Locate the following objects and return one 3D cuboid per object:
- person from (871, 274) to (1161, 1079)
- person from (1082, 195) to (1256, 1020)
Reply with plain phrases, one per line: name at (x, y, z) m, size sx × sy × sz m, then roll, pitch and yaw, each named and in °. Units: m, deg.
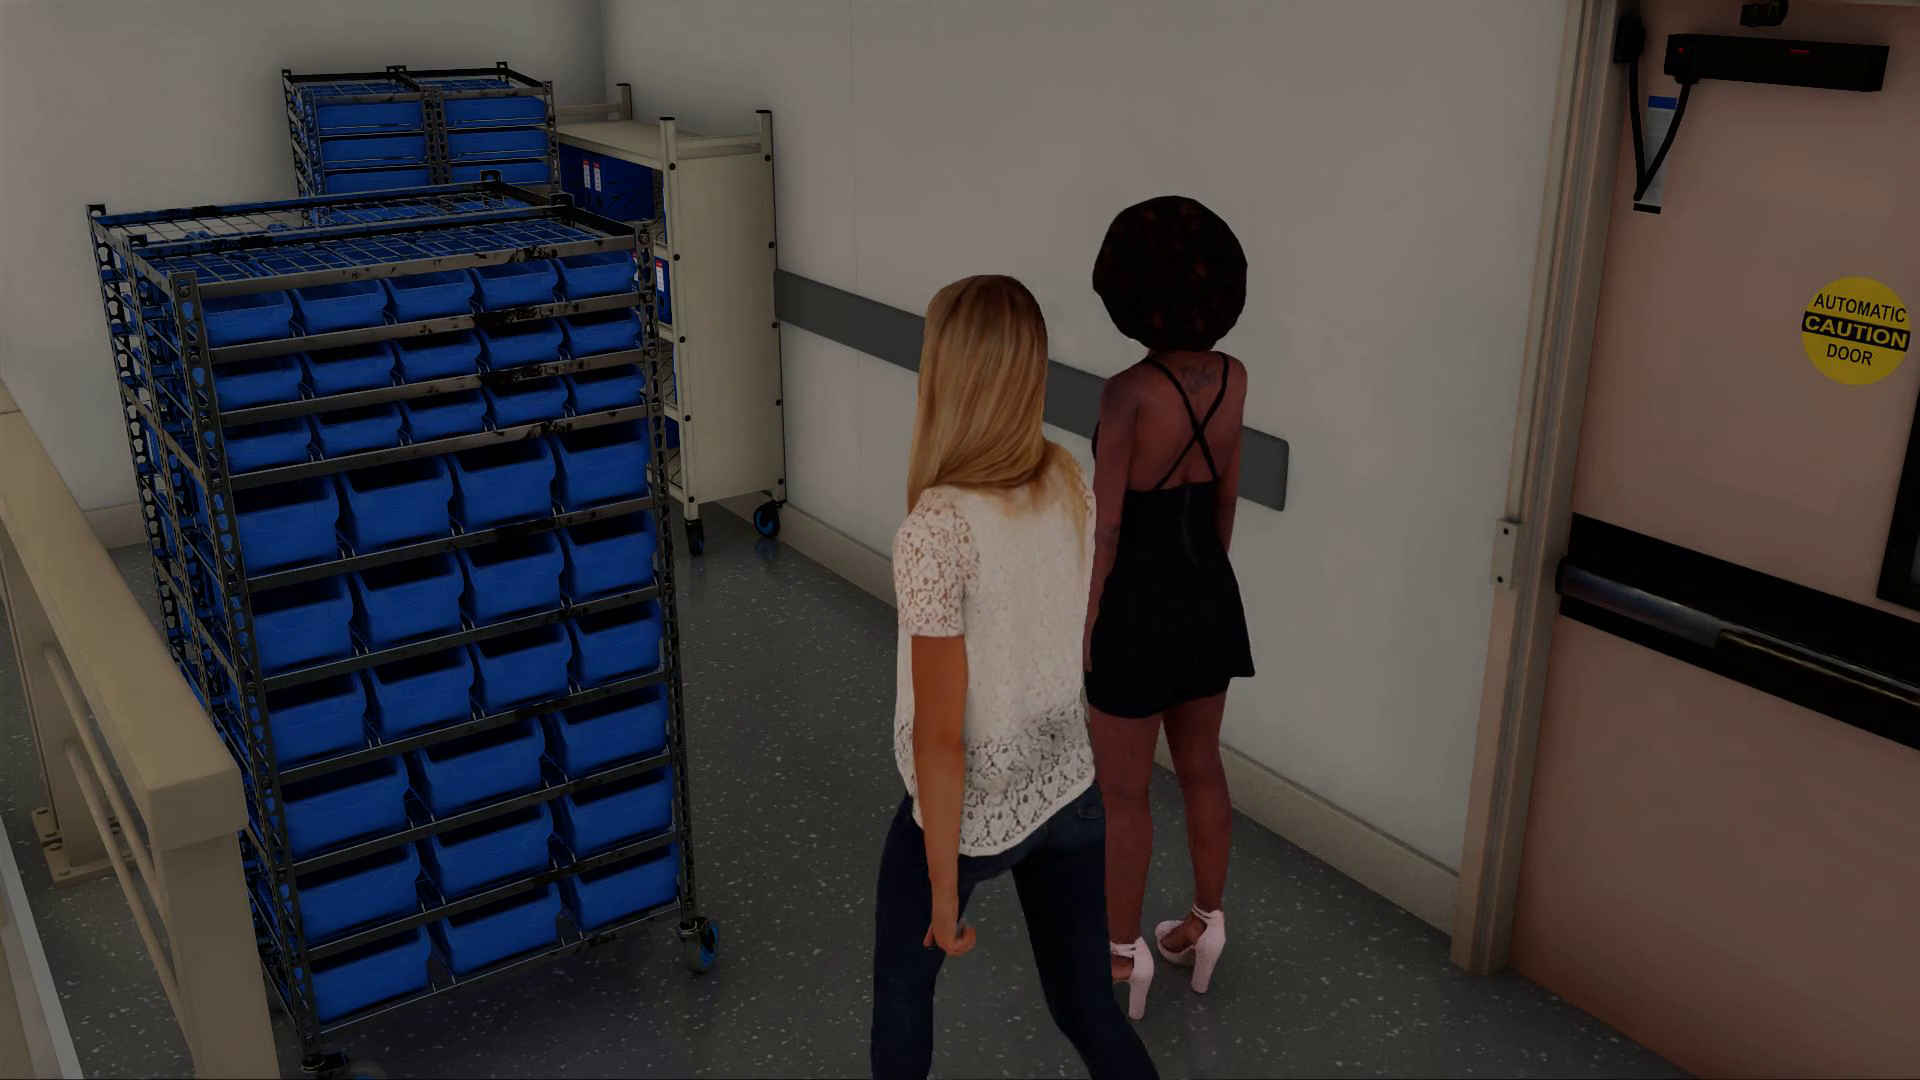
person at (0.151, 0.495, 2.685) m, size 0.652 × 1.773 × 1.152 m, roll -18°, pitch 27°, yaw -39°
person at (0.430, 0.182, 3.492) m, size 0.544 × 1.786 × 0.536 m, roll -15°, pitch 25°, yaw -35°
